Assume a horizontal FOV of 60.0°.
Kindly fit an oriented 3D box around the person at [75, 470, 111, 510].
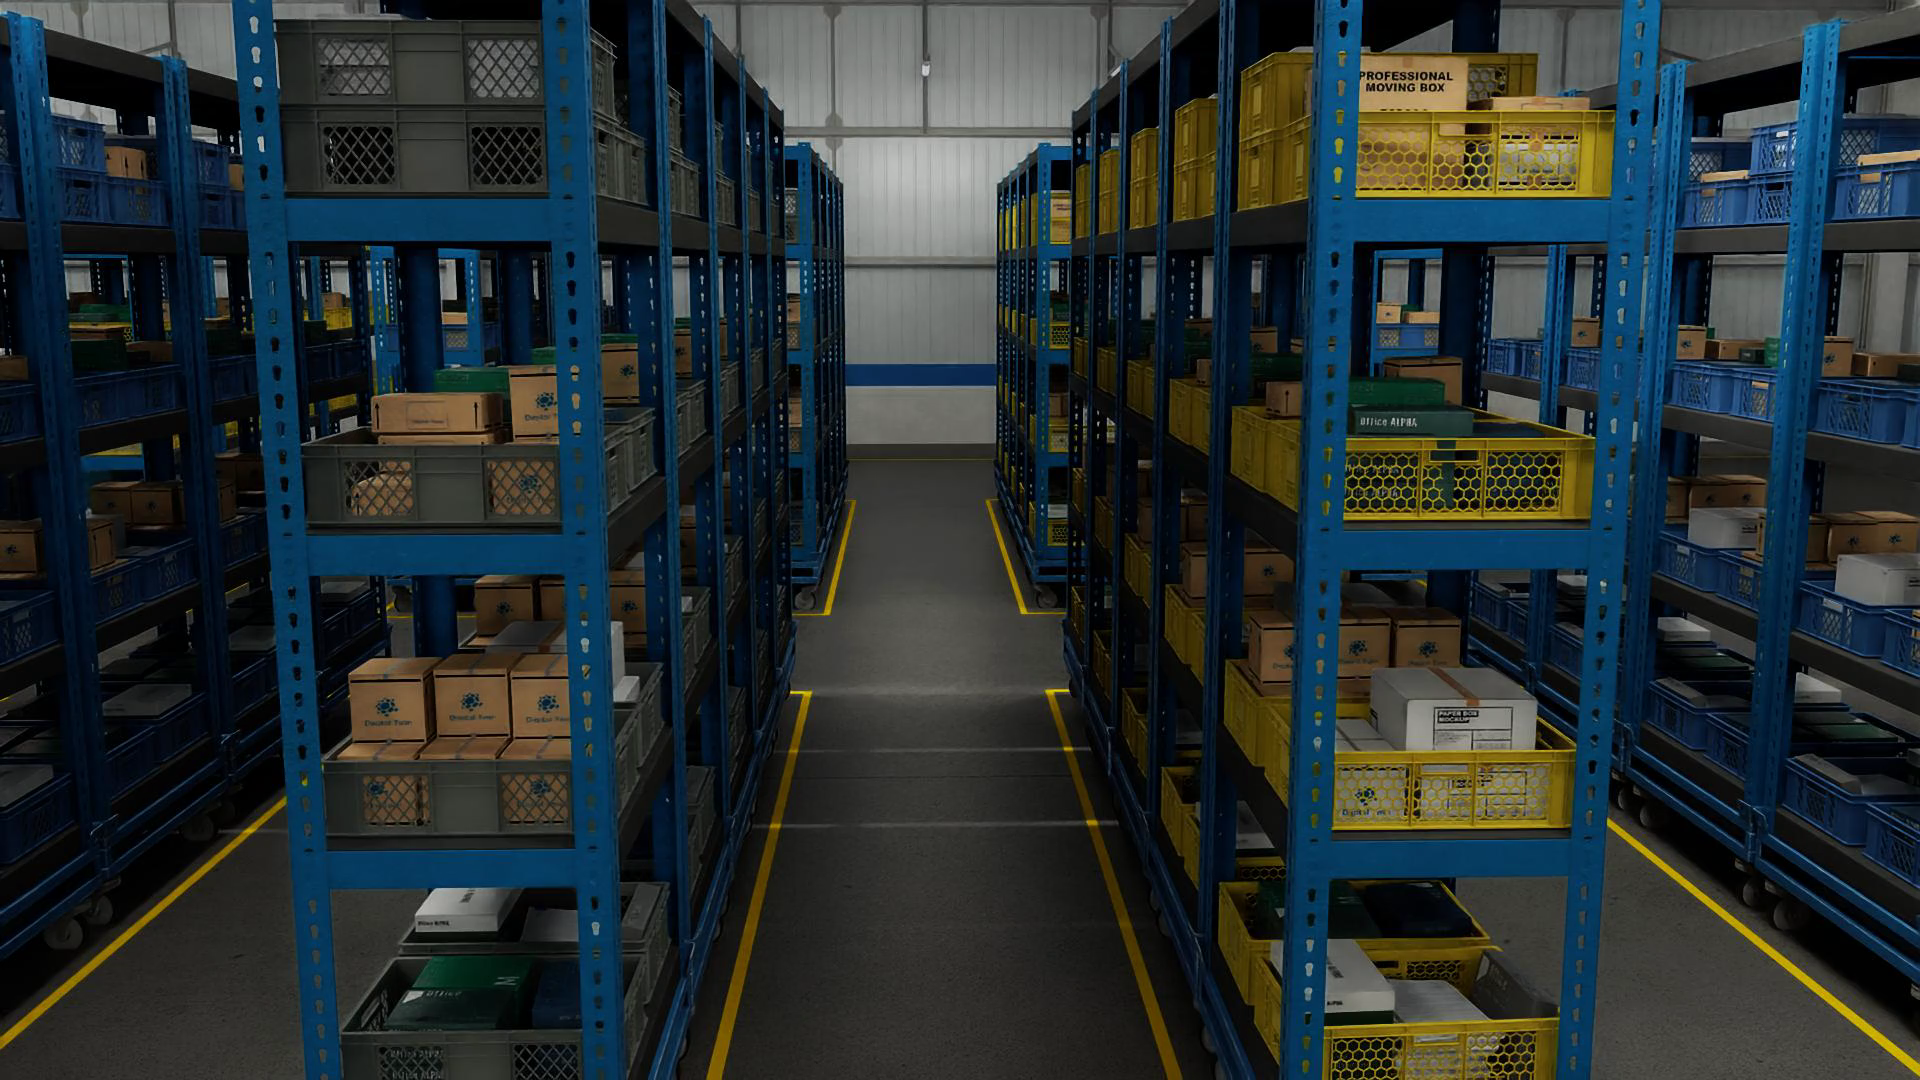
[{"bbox_3d":[-7.562,-0.595,14.533,0.594,1.805,0.910,-1,9,-5],"label":"person"}]
